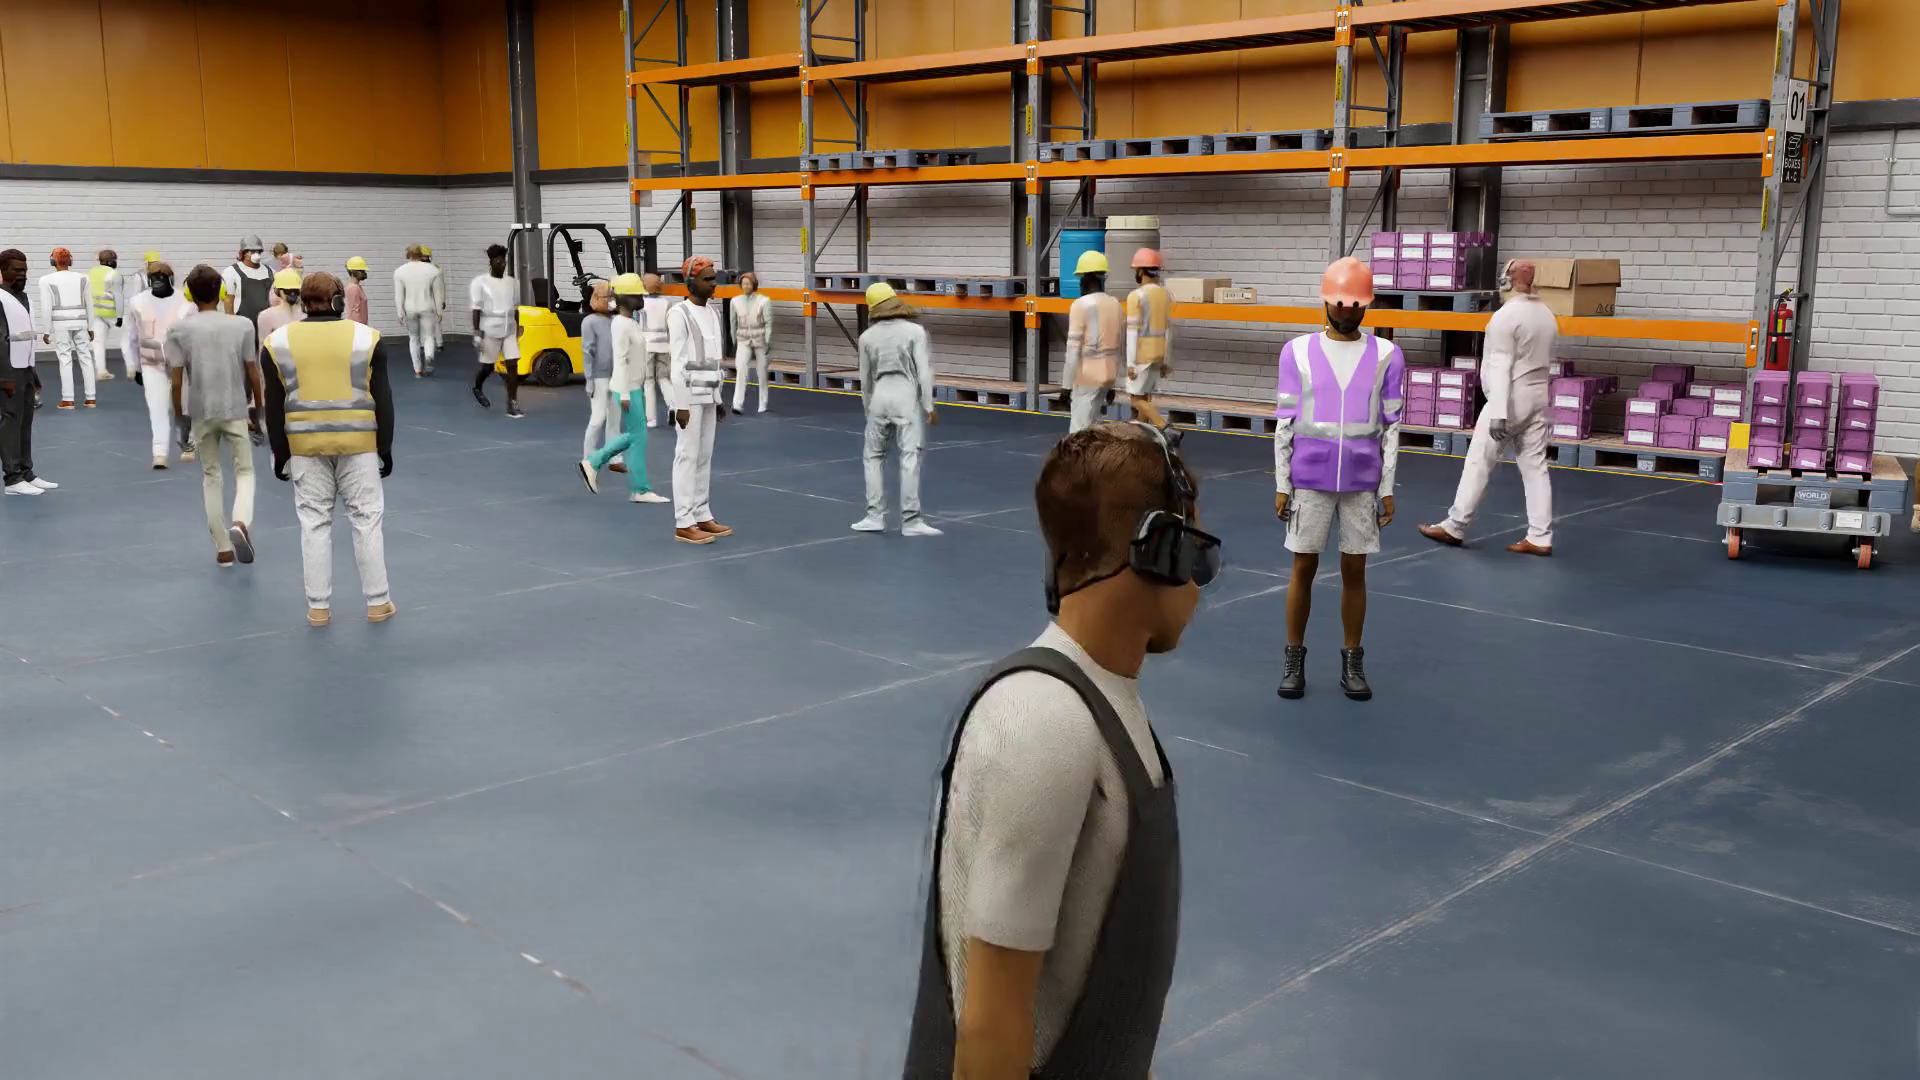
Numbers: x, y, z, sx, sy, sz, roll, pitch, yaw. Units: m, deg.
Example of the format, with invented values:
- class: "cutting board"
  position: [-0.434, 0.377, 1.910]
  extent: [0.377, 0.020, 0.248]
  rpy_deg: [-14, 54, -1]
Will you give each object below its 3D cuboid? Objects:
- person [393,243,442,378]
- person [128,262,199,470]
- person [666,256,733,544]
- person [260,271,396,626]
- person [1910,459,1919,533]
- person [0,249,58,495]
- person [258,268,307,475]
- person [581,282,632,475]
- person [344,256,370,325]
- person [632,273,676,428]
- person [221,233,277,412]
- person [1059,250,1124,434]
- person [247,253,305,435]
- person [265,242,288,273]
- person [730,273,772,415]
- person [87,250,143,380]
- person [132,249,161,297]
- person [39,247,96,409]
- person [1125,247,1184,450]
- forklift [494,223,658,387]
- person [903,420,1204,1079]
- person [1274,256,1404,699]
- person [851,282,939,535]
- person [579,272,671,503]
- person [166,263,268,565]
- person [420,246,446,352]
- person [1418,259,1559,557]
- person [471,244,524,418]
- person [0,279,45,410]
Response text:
- class: "person"
  position: [-7.629, -3.223, 23.452]
  extent: [0.637, 1.923, 0.742]
  rpy_deg: [-3, 11, -18]
- class: "person"
  position: [-6.942, -1.538, 14.618]
  extent: [0.646, 1.793, 0.954]
  rpy_deg: [-3, 11, -15]
- class: "person"
  position: [-1.732, -0.928, 11.037]
  extent: [0.358, 1.882, 0.574]
  rpy_deg: [3, 11, 18]
- class: "person"
  position: [-3.262, -0.468, 8.658]
  extent: [0.624, 1.837, 0.430]
  rpy_deg: [-3, 11, -14]
- class: "person"
  position: [6.755, -1.040, 11.211]
  extent: [0.610, 2.043, 0.397]
  rpy_deg: [-6, 12, -29]
- class: "person"
  position: [-7.421, -1.316, 13.070]
  extent: [0.398, 1.915, 0.589]
  rpy_deg: [-1, 10, -8]
- class: "person"
  position: [-5.527, -1.370, 13.815]
  extent: [0.359, 1.755, 0.525]
  rpy_deg: [8, 13, 38]
- class: "person"
  position: [-2.989, -1.359, 14.092]
  extent: [0.297, 1.641, 0.504]
  rpy_deg: [6, 12, 29]
- class: "person"
  position: [-7.259, -2.531, 20.093]
  extent: [0.331, 1.768, 0.526]
  rpy_deg: [-4, 11, -19]
- class: "person"
  position: [-3.209, -1.977, 17.442]
  extent: [0.528, 1.625, 0.379]
  rpy_deg: [-6, 12, -30]
- class: "person"
  position: [-7.991, -2.457, 18.943]
  extent: [0.538, 2.000, 0.683]
  rpy_deg: [8, 13, 38]
- class: "person"
  position: [1.036, -1.219, 12.541]
  extent: [0.720, 1.908, 0.598]
  rpy_deg: [8, 13, 36]
- class: "person"
  position: [-6.877, -2.000, 16.987]
  extent: [0.993, 1.858, 0.649]
  rpy_deg: [-4, 11, -23]
- class: "person"
  position: [-10.235, -3.500, 24.979]
  extent: [0.640, 1.923, 0.670]
  rpy_deg: [2, 11, 12]
- class: "person"
  position: [-2.358, -2.202, 18.773]
  extent: [0.518, 1.589, 0.851]
  rpy_deg: [1, 10, 7]
- class: "person"
  position: [-11.952, -3.183, 23.510]
  extent: [0.648, 1.810, 0.797]
  rpy_deg: [3, 11, 17]
- class: "person"
  position: [-12.530, -3.591, 25.756]
  extent: [0.625, 1.807, 0.622]
  rpy_deg: [6, 12, 28]
- class: "person"
  position: [-10.412, -2.469, 19.437]
  extent: [0.355, 1.883, 0.572]
  rpy_deg: [9, 14, 41]
- class: "person"
  position: [1.713, -1.638, 14.827]
  extent: [0.549, 1.918, 0.757]
  rpy_deg: [-10, 14, -43]
- class: "forklift"
  position: [-5.316, -3.263, 22.920]
  extent: [2.313, 2.155, 1.214]
  rpy_deg: [-10, 14, -44]
- class: "person"
  position: [0.103, 0.775, 1.995]
  extent: [0.348, 1.804, 0.663]
  rpy_deg: [3, 11, 14]
- class: "person"
  position: [1.642, -0.259, 7.252]
  extent: [0.543, 1.933, 0.364]
  rpy_deg: [1, 10, 7]
- class: "person"
  position: [-0.437, -0.879, 11.277]
  extent: [0.615, 1.705, 0.337]
  rpy_deg: [4, 11, 19]
- class: "person"
  position: [-2.557, -1.136, 12.544]
  extent: [0.641, 1.749, 0.529]
  rpy_deg: [0, 10, 0]
- class: "person"
  position: [-4.472, -0.734, 10.052]
  extent: [0.528, 1.858, 0.609]
  rpy_deg: [-4, 11, -21]
- class: "person"
  position: [-9.266, -4.191, 28.971]
  extent: [0.599, 1.827, 0.403]
  rpy_deg: [-3, 11, -17]
- class: "person"
  position: [3.435, -0.850, 10.649]
  extent: [0.653, 1.863, 0.930]
  rpy_deg: [-8, 13, -39]
- class: "person"
  position: [-5.226, -2.340, 18.610]
  extent: [0.629, 1.937, 0.839]
  rpy_deg: [-10, 15, -44]
- class: "person"
  position: [-10.779, -2.237, 18.949]
  extent: [0.878, 1.585, 0.535]
  rpy_deg: [10, 14, 43]
